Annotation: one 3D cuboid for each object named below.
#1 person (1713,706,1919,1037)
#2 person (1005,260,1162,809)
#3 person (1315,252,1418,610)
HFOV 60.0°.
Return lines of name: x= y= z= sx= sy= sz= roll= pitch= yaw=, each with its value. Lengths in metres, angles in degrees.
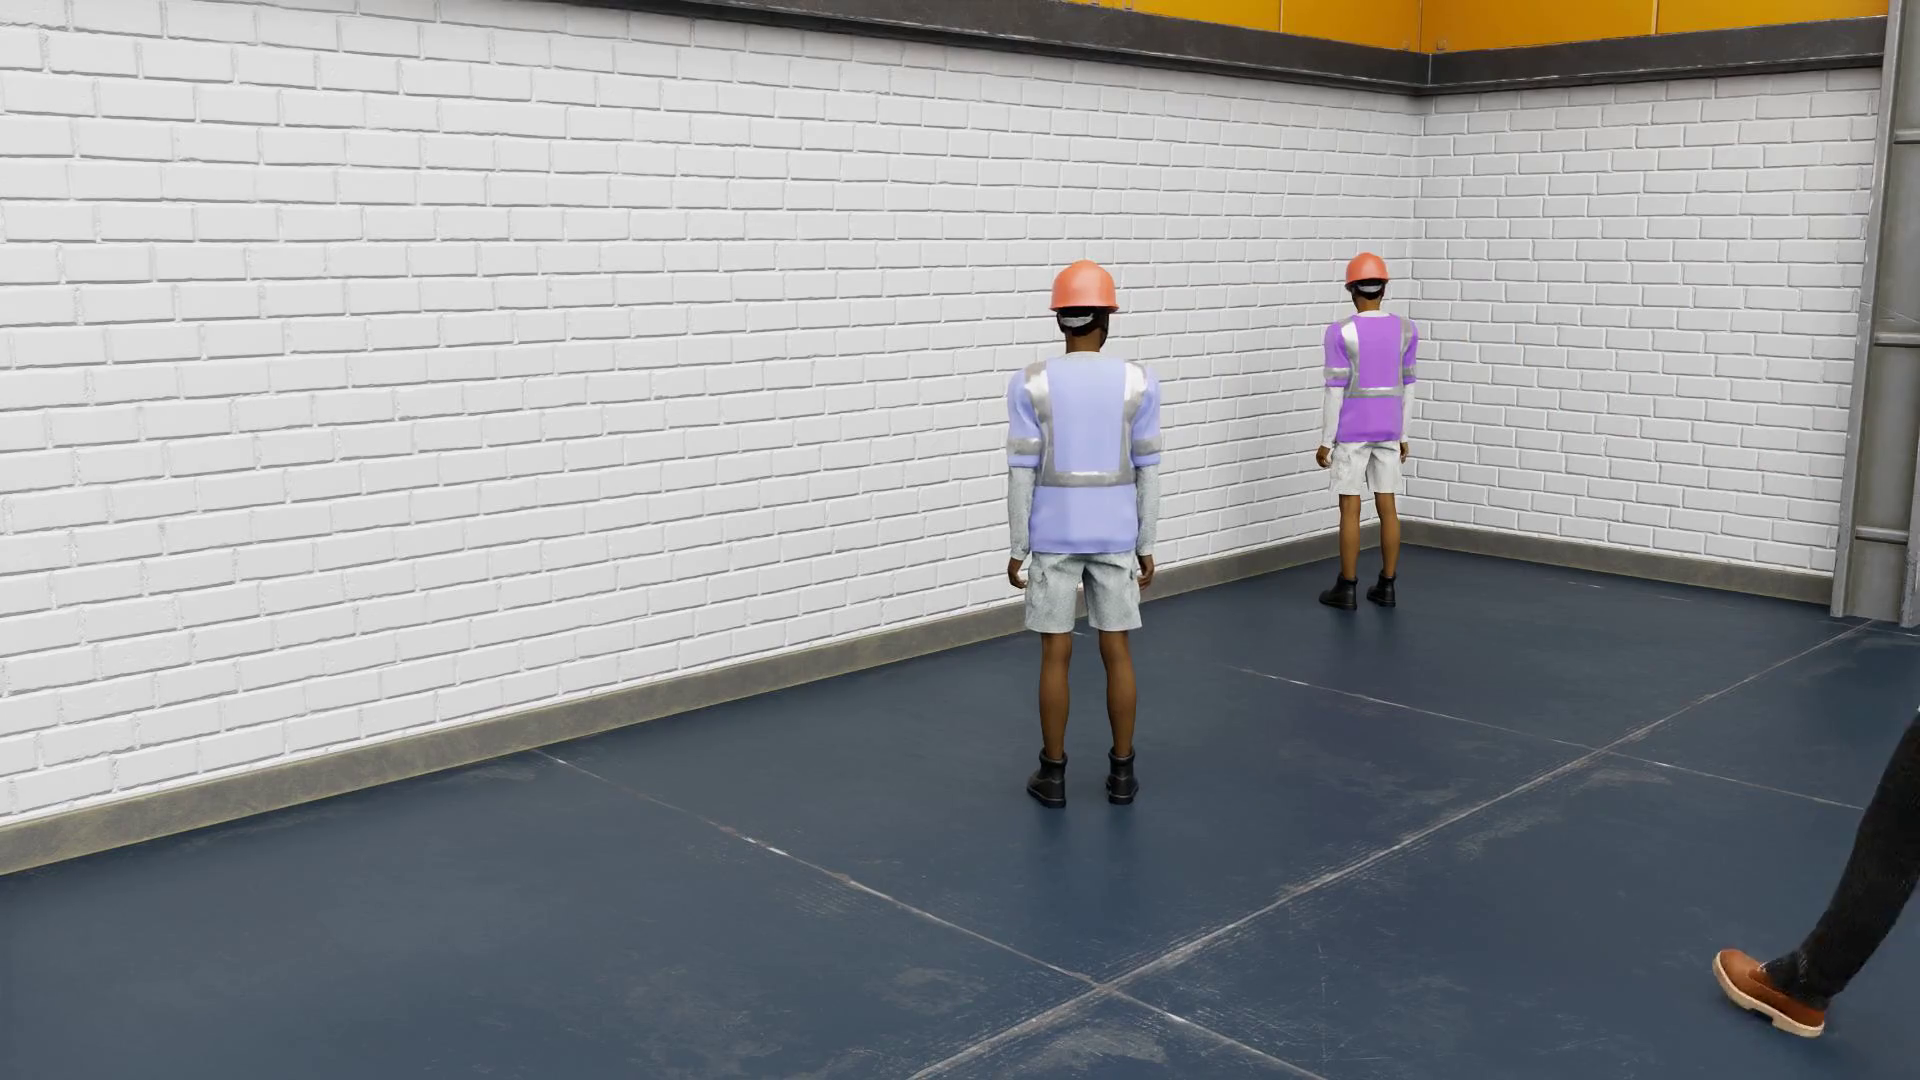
person: x=2.391 y=0.354 z=3.903 sx=0.636 sy=1.938 sz=1.000 roll=-5 pitch=12 yaw=-27
person: x=0.428 y=-0.012 z=5.897 sx=0.548 sy=1.934 sz=0.375 roll=-1 pitch=10 yaw=-3
person: x=2.186 y=-0.580 z=9.015 sx=0.542 sy=1.928 sz=0.374 roll=-3 pitch=11 yaw=-14
